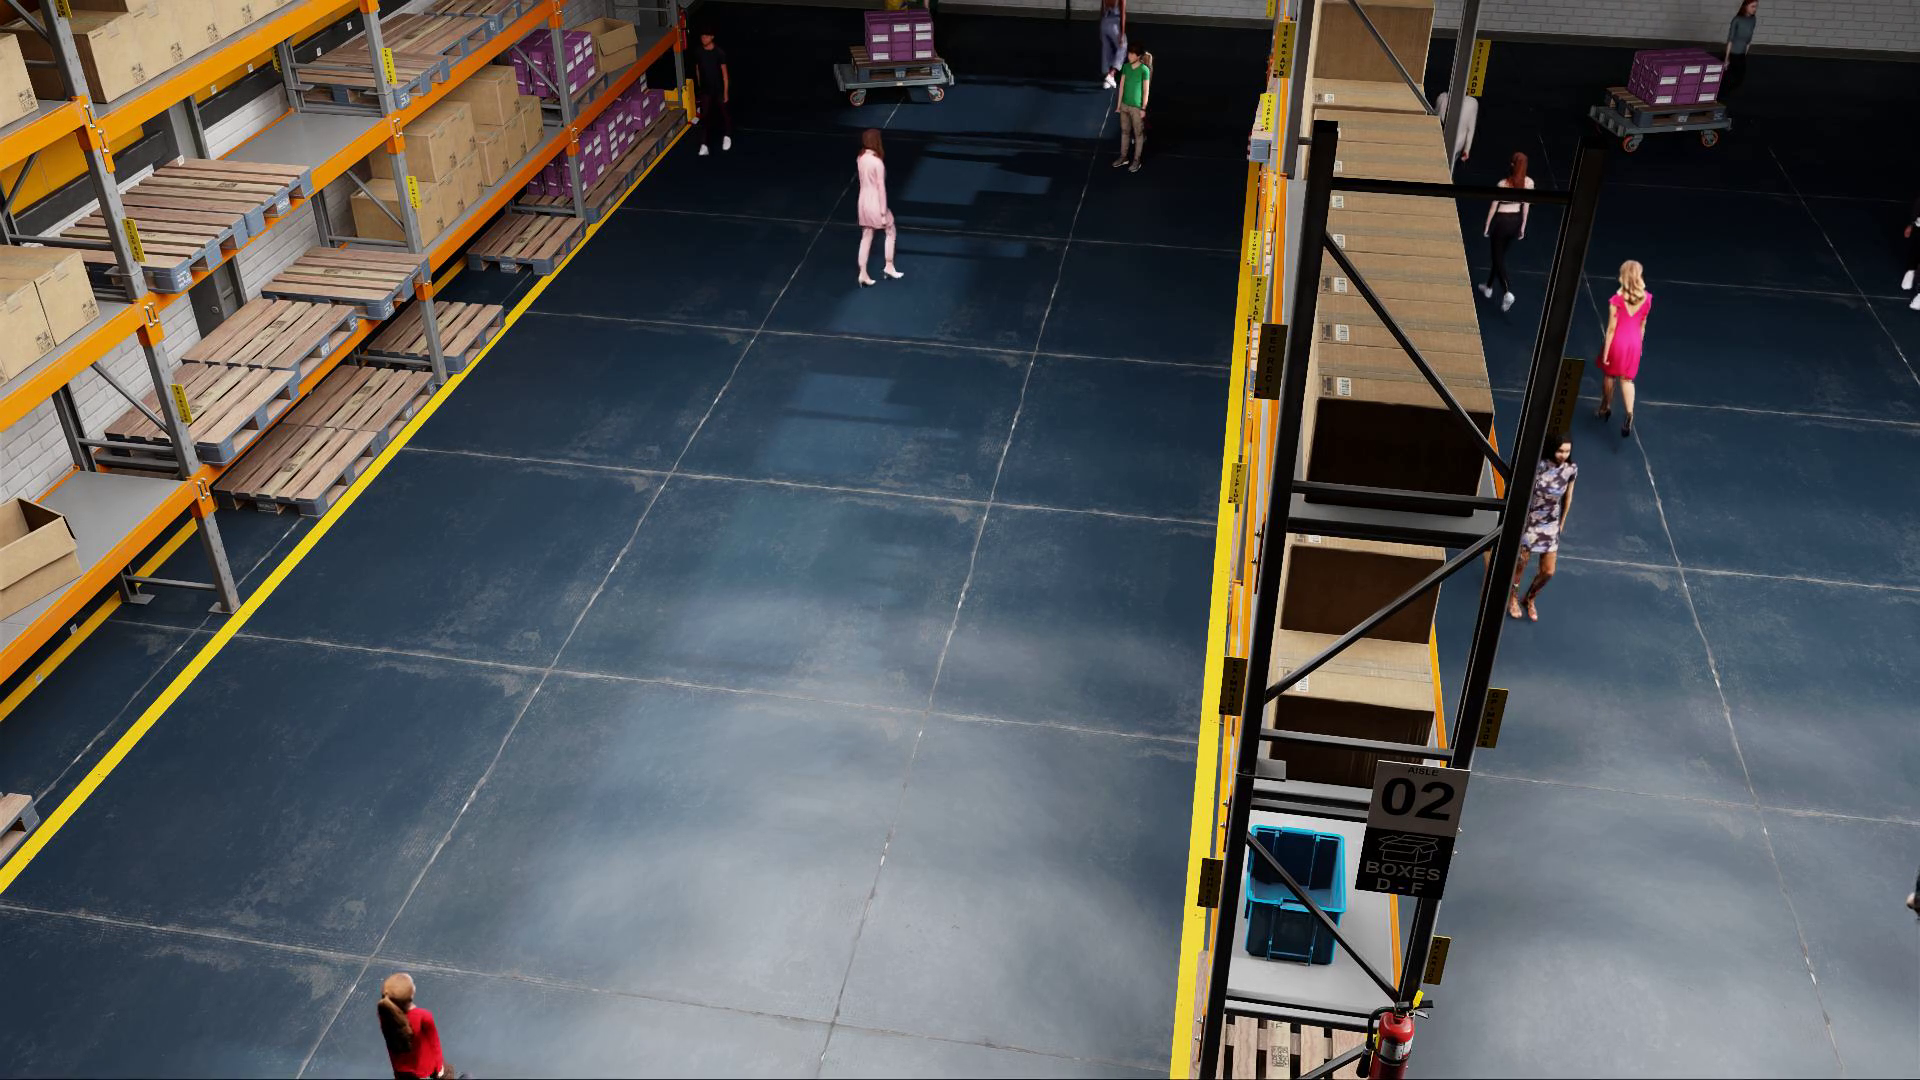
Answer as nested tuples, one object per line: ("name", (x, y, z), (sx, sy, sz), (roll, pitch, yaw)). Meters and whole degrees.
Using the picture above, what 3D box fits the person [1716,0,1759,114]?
("person", (10.622, -6.664, 22.970), (0.709, 1.731, 0.768), (-8, 34, -12))

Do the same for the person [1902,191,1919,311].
("person", (10.628, -3.474, 18.133), (0.965, 1.773, 1.305), (17, 37, 24))

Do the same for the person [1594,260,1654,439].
("person", (6.242, -1.750, 15.613), (0.766, 1.691, 1.023), (-2, 34, -3))

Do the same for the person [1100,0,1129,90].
("person", (2.160, -7.318, 23.993), (0.727, 1.686, 0.861), (18, 38, 25))

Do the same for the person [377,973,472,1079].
("person", (-2.981, 2.883, 9.038), (0.514, 1.253, 0.894), (5, 34, 8))

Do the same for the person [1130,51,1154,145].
("person", (2.474, -5.927, 22.281), (0.606, 1.265, 0.499), (-1, 34, -1))

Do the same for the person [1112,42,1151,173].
("person", (2.241, -5.611, 21.458), (0.671, 1.650, 0.683), (25, 41, 33))

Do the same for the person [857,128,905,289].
("person", (-1.026, -3.616, 18.340), (0.956, 1.781, 0.878), (-28, 43, -35))

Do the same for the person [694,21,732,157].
("person", (-3.211, -5.982, 21.934), (0.646, 1.742, 1.000), (3, 34, 5))

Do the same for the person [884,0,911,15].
("person", (-0.987, -8.173, 25.306), (1.026, 1.658, 0.877), (18, 37, 25))

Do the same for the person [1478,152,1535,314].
("person", (5.914, -3.297, 17.917), (0.809, 1.717, 1.171), (-4, 34, -6))

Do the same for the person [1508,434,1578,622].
("person", (4.547, -0.160, 13.194), (0.665, 1.722, 0.651), (0, 34, 0))

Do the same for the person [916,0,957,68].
("person", (-0.422, -7.903, 24.752), (0.716, 1.822, 0.903), (4, 34, 6))
